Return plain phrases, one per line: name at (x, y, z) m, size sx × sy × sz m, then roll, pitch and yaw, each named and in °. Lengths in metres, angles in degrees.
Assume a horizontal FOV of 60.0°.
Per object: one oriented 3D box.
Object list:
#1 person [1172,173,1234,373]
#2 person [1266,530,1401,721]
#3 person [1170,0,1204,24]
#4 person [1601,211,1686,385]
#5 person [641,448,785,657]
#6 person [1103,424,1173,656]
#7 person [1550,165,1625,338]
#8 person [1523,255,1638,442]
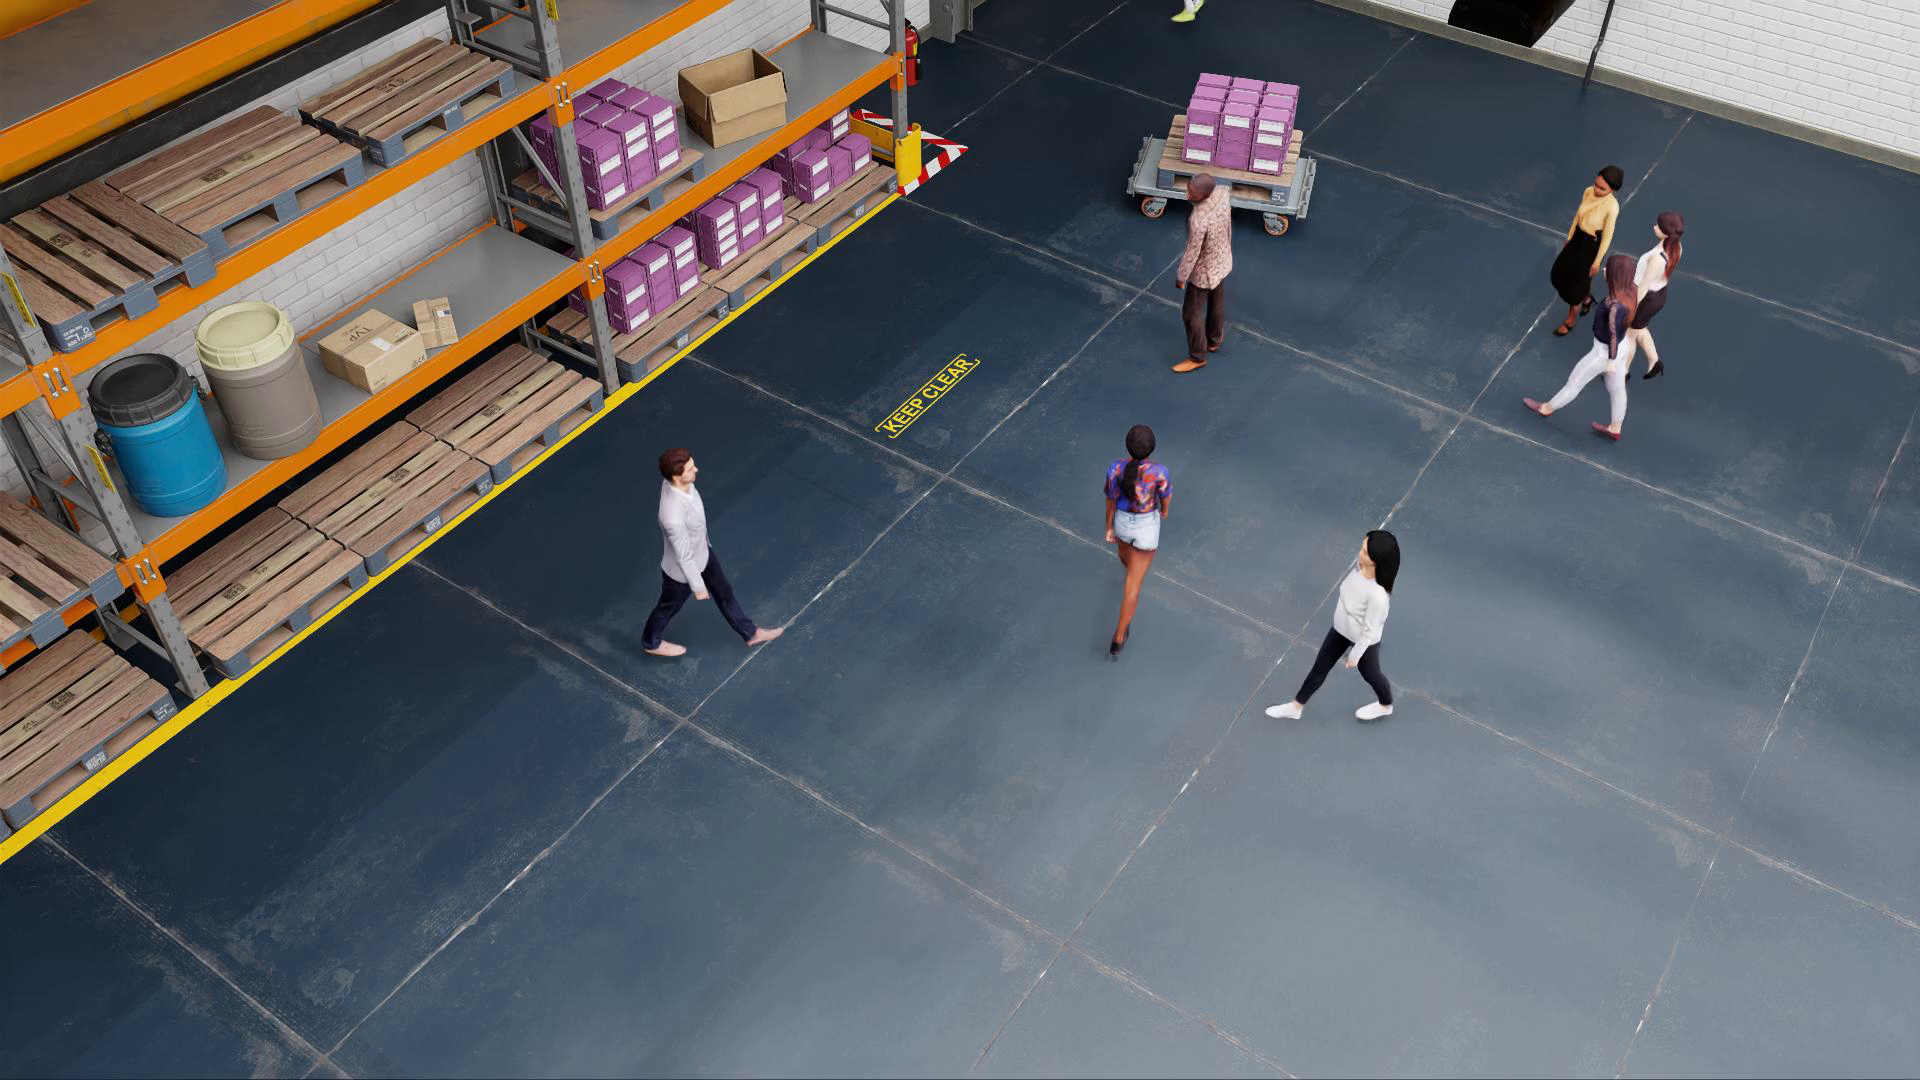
person at (2.041, -2.214, 13.366) m, size 0.538 × 1.774 × 0.956 m, roll -29°, pitch 51°, yaw -27°
person at (2.601, 0.601, 10.500) m, size 1.134 × 1.652 × 1.090 m, roll -6°, pitch 44°, yaw -6°
person at (2.552, -6.514, 17.863) m, size 0.461 × 1.798 × 0.875 m, roll -30°, pitch 51°, yaw -28°
person at (5.468, -1.829, 13.062) m, size 0.611 × 1.637 × 0.608 m, roll 27°, pitch 50°, yaw 26°
person at (-1.872, 0.139, 10.878) m, size 1.200 × 1.800 × 1.252 m, roll 1°, pitch 44°, yaw 1°
person at (1.151, 0.022, 11.088) m, size 0.839 × 1.680 × 1.264 m, roll 12°, pitch 45°, yaw 12°
person at (5.184, -2.366, 13.623) m, size 0.866 × 1.640 × 0.801 m, roll -14°, pitch 45°, yaw -14°
person at (4.977, -1.410, 12.676) m, size 0.670 × 1.562 × 0.926 m, roll 26°, pitch 49°, yaw 25°
